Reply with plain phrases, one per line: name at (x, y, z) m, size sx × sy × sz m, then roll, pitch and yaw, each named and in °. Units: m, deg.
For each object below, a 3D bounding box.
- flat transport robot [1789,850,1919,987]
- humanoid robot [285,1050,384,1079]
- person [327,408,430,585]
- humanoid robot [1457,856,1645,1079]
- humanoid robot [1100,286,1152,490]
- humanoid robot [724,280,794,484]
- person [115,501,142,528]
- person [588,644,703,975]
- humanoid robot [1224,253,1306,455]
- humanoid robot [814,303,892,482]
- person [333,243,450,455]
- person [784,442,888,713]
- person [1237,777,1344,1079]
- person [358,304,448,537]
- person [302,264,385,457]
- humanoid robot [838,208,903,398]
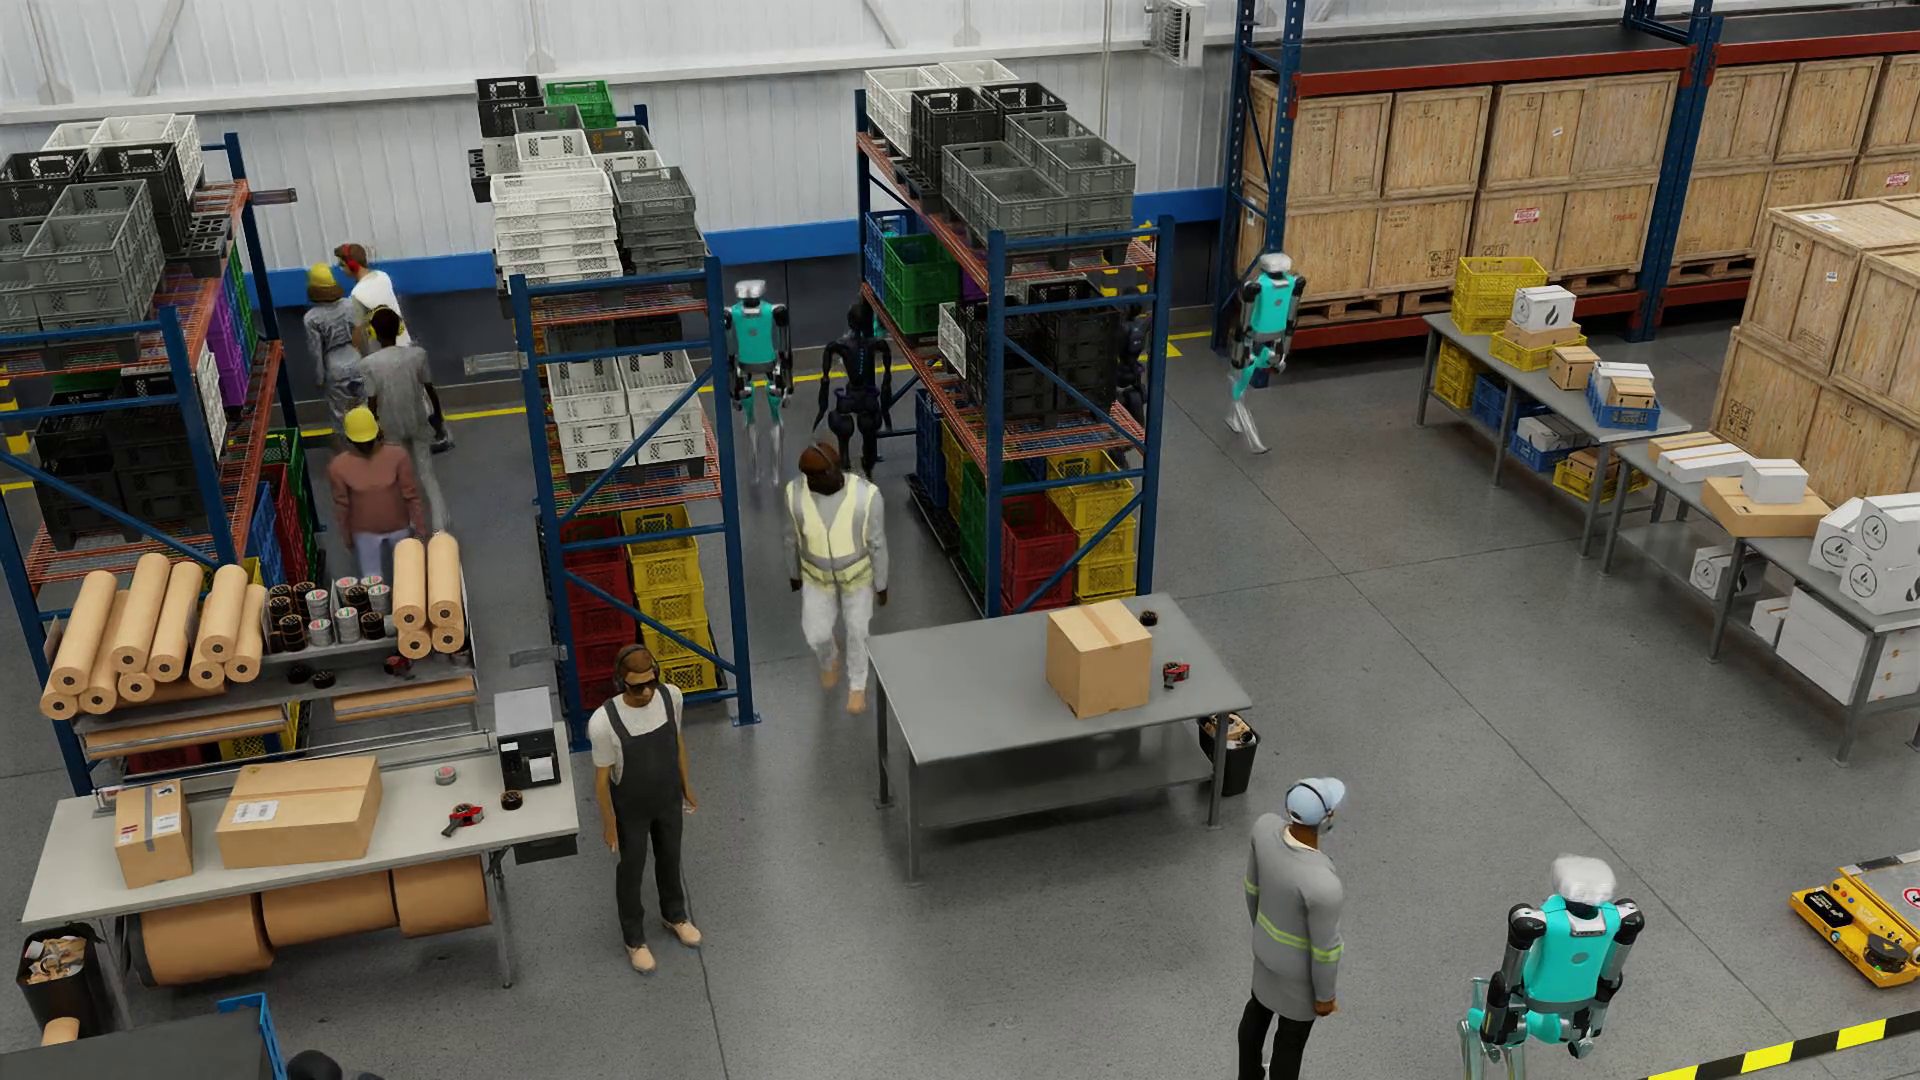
flat transport robot at (5.163, 1.916, 8.676) m, size 1.431 × 0.231 × 0.659 m, roll -8°, pitch 30°, yaw -14°
humanoid robot at (-2.149, 2.517, 6.126) m, size 0.411 × 1.647 × 0.600 m, roll 12°, pitch 31°, yaw 21°
person at (-3.675, -0.017, 10.662) m, size 0.528 × 1.747 × 0.710 m, roll -15°, pitch 32°, yaw -25°
humanoid robot at (2.401, 1.896, 7.047) m, size 0.533 × 1.677 × 0.735 m, roll -2°, pitch 29°, yaw -4°
humanoid robot at (1.249, -1.196, 12.873) m, size 0.592 × 1.642 × 0.441 m, roll -14°, pitch 32°, yaw -23°
humanoid robot at (-1.551, -1.218, 12.886) m, size 0.549 × 1.822 × 0.740 m, roll -2°, pitch 29°, yaw -4°
person at (-6.129, -1.010, 12.166) m, size 0.605 × 2.037 × 0.378 m, roll 5°, pitch 29°, yaw 8°
person at (-1.534, 1.294, 8.169) m, size 0.509 × 1.844 × 0.326 m, roll -23°, pitch 36°, yaw -36°
humanoid robot at (2.360, -1.546, 13.445) m, size 0.531 × 1.723 × 1.018 m, roll -10°, pitch 30°, yaw -18°
humanoid robot at (-0.804, -0.988, 12.529) m, size 0.607 × 1.656 × 0.600 m, roll -9°, pitch 30°, yaw -17°
person at (-4.677, -1.504, 13.326) m, size 0.996 × 1.777 × 0.594 m, roll 0°, pitch 29°, yaw -1°
person at (-0.748, 0.227, 10.139) m, size 0.646 × 1.818 × 0.443 m, roll 0°, pitch 29°, yaw 1°
person at (1.455, 1.798, 7.246) m, size 0.364 × 1.852 × 0.590 m, roll -13°, pitch 31°, yaw -22°
person at (-3.977, -0.798, 11.997) m, size 0.557 × 1.832 × 0.873 m, roll -17°, pitch 33°, yaw -27°
person at (-4.849, -1.322, 13.064) m, size 0.495 × 1.744 × 0.381 m, roll -25°, pitch 37°, yaw -37°
humanoid robot at (-0.819, -1.882, 14.095) m, size 0.798 × 1.800 × 0.541 m, roll -13°, pitch 32°, yaw -23°
